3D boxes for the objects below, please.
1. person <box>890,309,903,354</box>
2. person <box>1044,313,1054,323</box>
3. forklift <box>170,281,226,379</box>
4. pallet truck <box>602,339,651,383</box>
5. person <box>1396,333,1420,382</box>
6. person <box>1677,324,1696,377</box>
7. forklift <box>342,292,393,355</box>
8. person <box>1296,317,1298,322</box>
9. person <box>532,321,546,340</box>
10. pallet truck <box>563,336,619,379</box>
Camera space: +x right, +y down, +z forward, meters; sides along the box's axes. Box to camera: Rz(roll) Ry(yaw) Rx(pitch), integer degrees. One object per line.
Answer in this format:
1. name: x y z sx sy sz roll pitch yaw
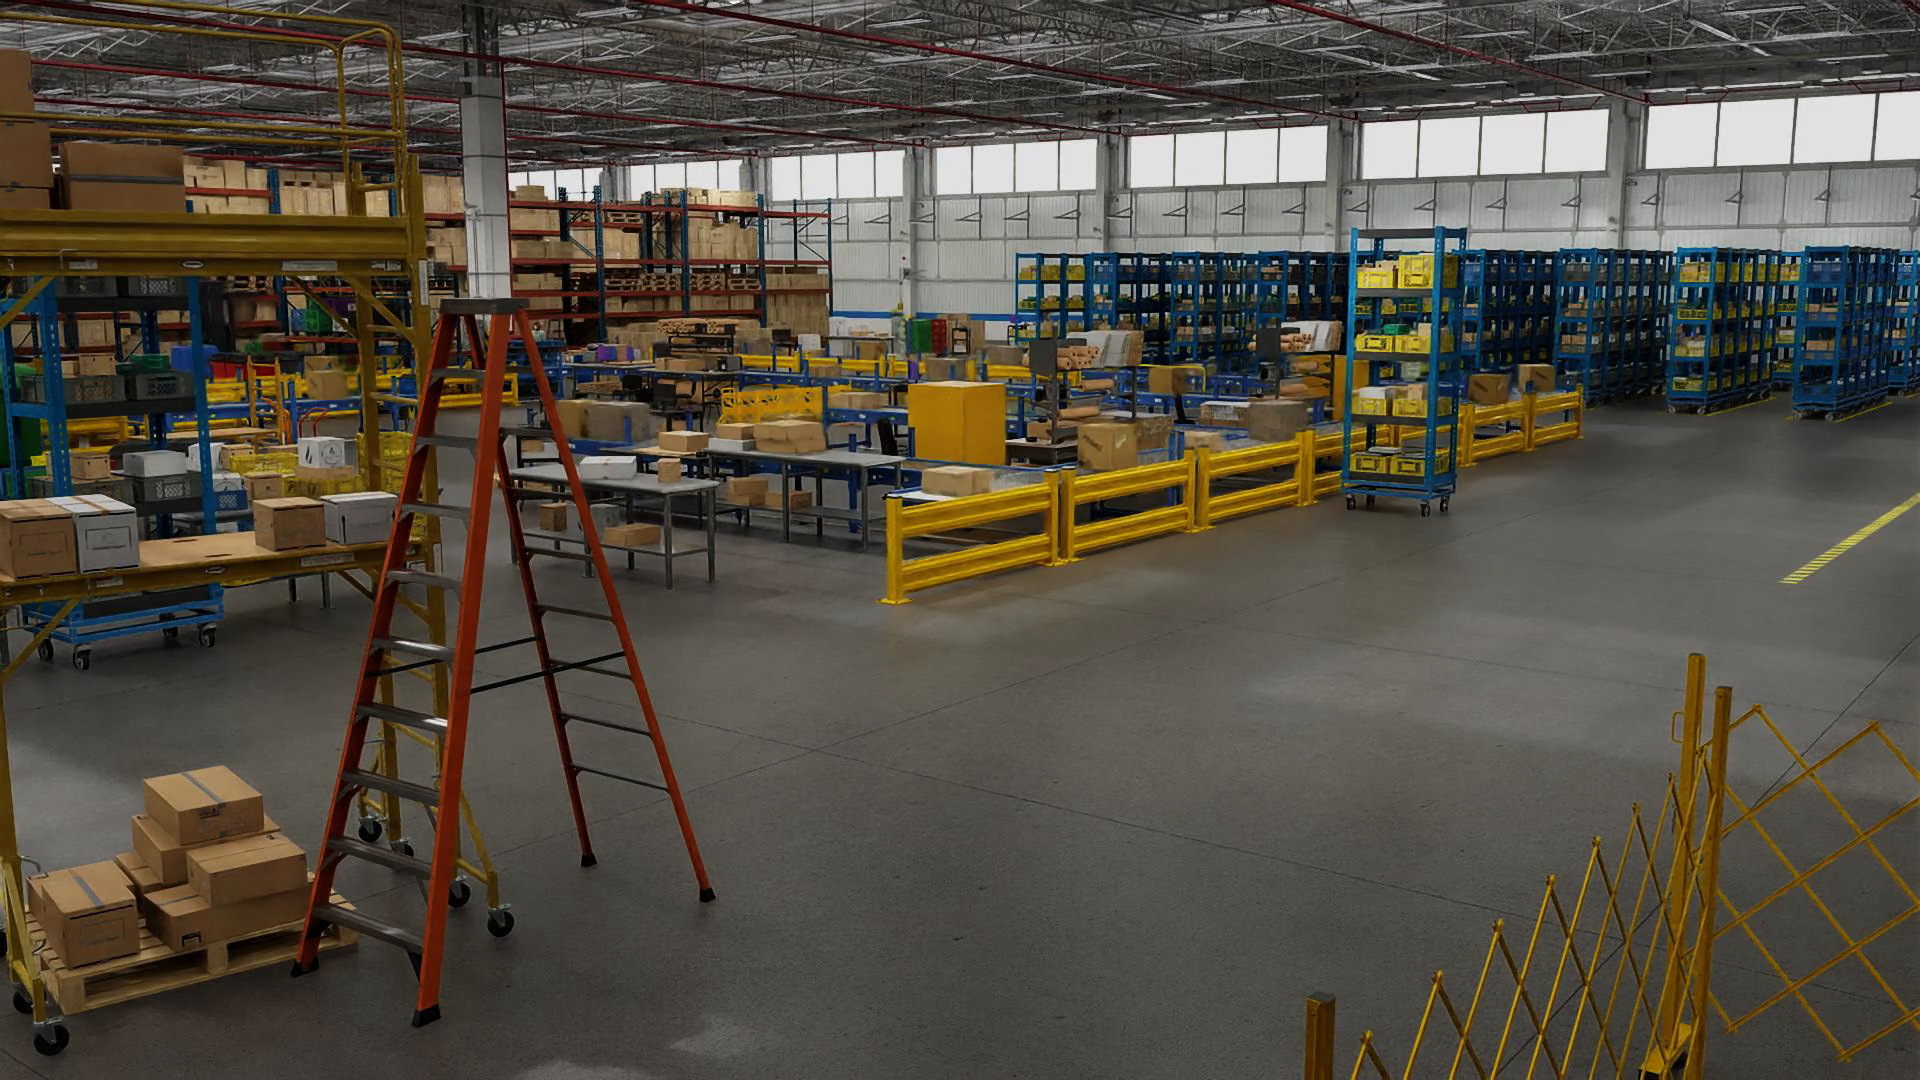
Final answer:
1. person: -2.398 -7.885 62.872 0.474 1.710 0.640 -5 10 -28
2. person: 2.780 -6.223 52.064 0.396 1.863 0.739 8 12 41
3. forklift: -20.261 -5.597 44.961 1.129 2.768 1.873 7 11 37
4. pallet truck: -8.991 -4.871 45.351 0.653 1.274 1.630 7 11 37
5. person: 9.537 -3.529 35.470 0.922 1.782 0.616 8 12 40
6. person: 18.136 -4.532 41.534 0.565 1.845 0.384 -6 11 -34
7. forklift: -16.485 -5.622 45.120 1.129 2.768 1.873 7 11 37
8. person: 10.335 -6.053 50.645 0.435 1.977 0.604 7 11 36
9. person: -12.491 -5.664 49.261 0.500 1.633 0.286 3 10 20
10. pallet truck: -10.690 -5.294 48.215 1.601 1.201 0.680 -5 10 -26
